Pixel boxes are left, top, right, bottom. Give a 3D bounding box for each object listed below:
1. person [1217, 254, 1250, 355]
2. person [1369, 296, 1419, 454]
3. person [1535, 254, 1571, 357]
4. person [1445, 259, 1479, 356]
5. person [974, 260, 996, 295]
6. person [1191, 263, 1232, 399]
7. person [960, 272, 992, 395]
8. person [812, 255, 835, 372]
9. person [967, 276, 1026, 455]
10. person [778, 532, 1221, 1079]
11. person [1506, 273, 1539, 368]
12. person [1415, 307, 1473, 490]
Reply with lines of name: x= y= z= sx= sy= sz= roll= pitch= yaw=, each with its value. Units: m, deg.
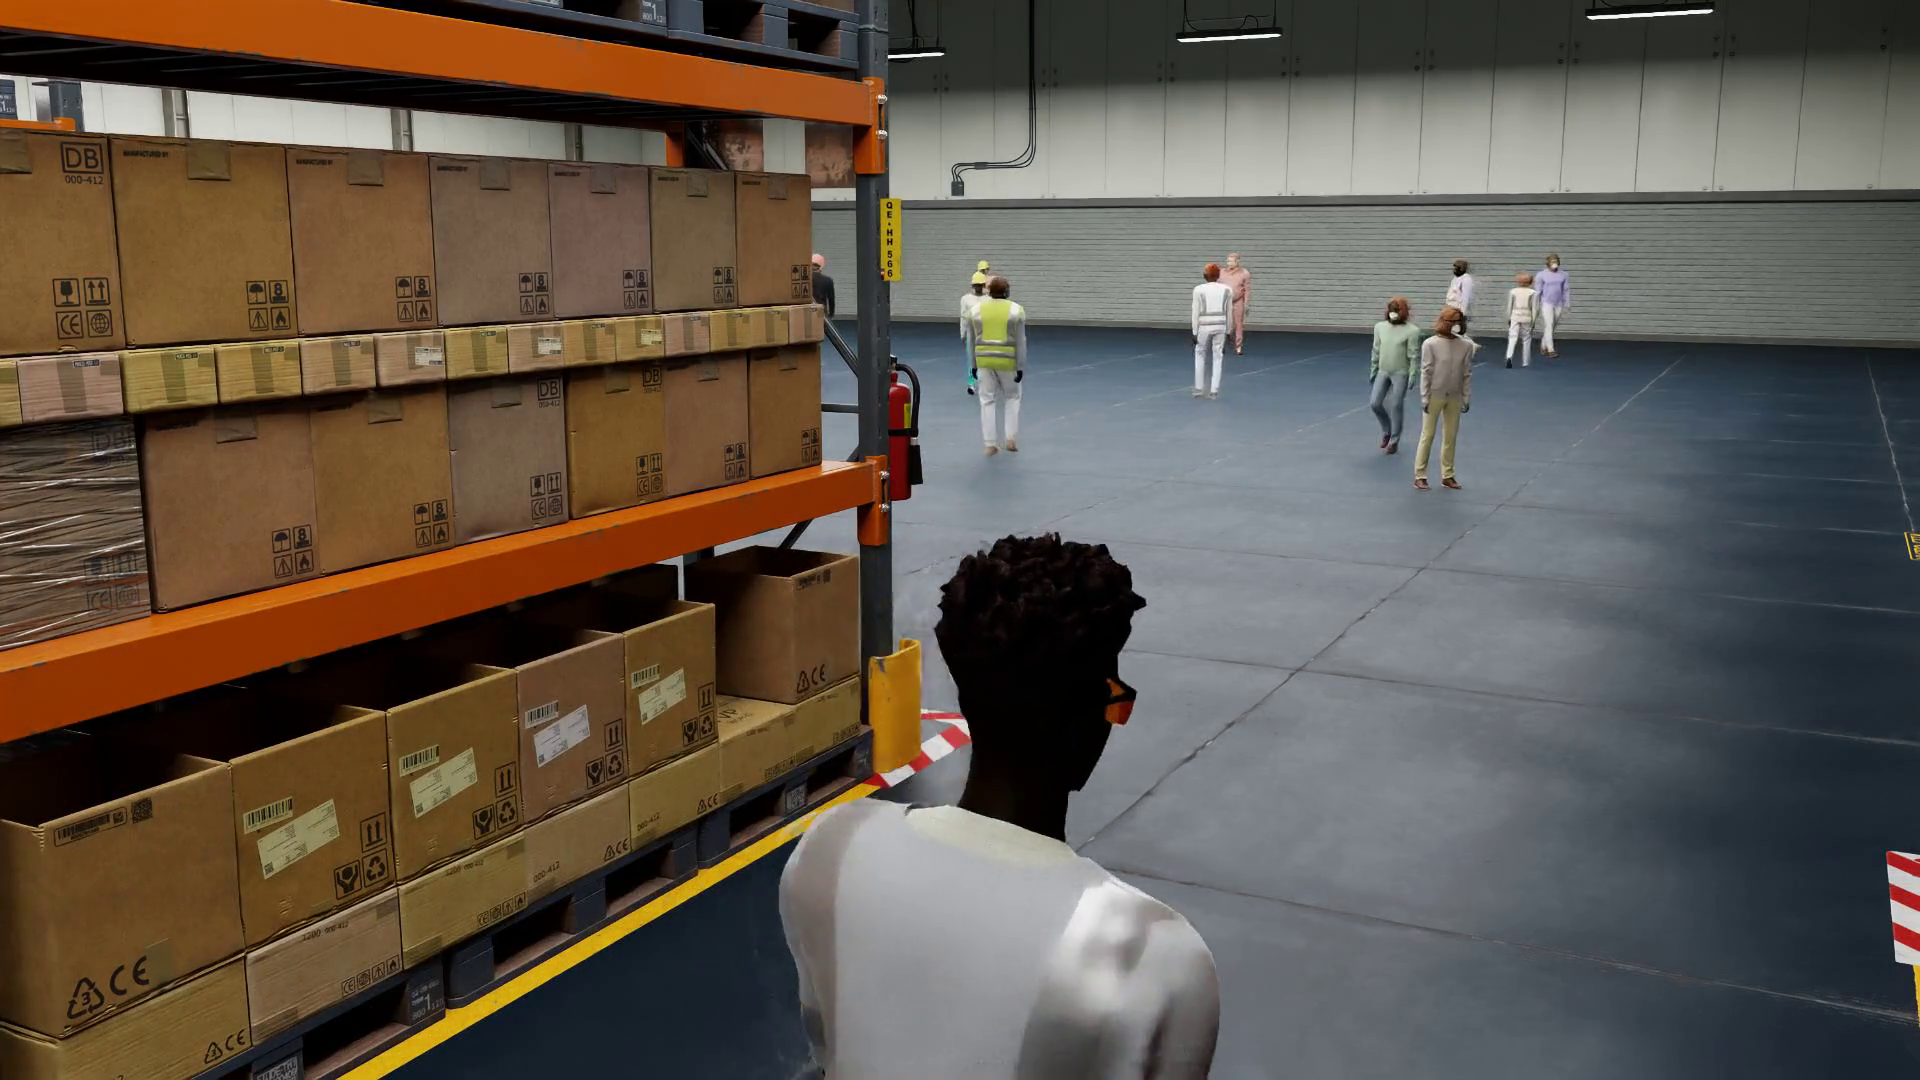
person: x=5.120 y=-4.422 z=31.299 sx=0.640 sy=1.885 sz=0.507 roll=5 pitch=11 yaw=24
person: x=4.434 y=-1.686 z=17.062 sx=0.533 sy=1.618 sz=0.345 roll=9 pitch=14 yaw=40
person: x=10.972 y=-4.364 z=30.913 sx=0.628 sy=1.911 sz=0.952 roll=-1 pitch=10 yaw=-7
person: x=8.869 y=-4.055 z=29.448 sx=0.655 sy=1.822 sz=0.642 roll=1 pitch=10 yaw=3
person: x=0.535 y=-4.880 z=34.190 sx=0.529 sy=1.728 sz=0.791 roll=0 pitch=10 yaw=-1
person: x=3.458 y=-2.888 z=22.967 sx=0.600 sy=1.855 sz=0.776 roll=-1 pitch=10 yaw=-5
person: x=0.270 y=-2.893 z=23.376 sx=0.547 sy=1.712 sz=0.895 roll=1 pitch=10 yaw=4
person: x=-2.313 y=-3.603 z=26.707 sx=0.612 sy=1.925 sz=1.044 roll=3 pitch=11 yaw=15
person: x=0.397 y=-1.795 z=17.123 sx=0.630 sy=1.820 sz=0.636 roll=2 pitch=11 yaw=12
person: x=0.041 y=0.933 z=2.034 sx=0.609 sy=1.916 sz=1.024 roll=7 pitch=12 yaw=33
person: x=9.497 y=-3.713 z=28.159 sx=0.513 sy=1.614 sz=0.774 roll=7 pitch=12 yaw=32
person: x=4.278 y=-1.242 z=14.677 sx=0.498 sy=1.626 sz=0.305 roll=-2 pitch=11 yaw=-13
